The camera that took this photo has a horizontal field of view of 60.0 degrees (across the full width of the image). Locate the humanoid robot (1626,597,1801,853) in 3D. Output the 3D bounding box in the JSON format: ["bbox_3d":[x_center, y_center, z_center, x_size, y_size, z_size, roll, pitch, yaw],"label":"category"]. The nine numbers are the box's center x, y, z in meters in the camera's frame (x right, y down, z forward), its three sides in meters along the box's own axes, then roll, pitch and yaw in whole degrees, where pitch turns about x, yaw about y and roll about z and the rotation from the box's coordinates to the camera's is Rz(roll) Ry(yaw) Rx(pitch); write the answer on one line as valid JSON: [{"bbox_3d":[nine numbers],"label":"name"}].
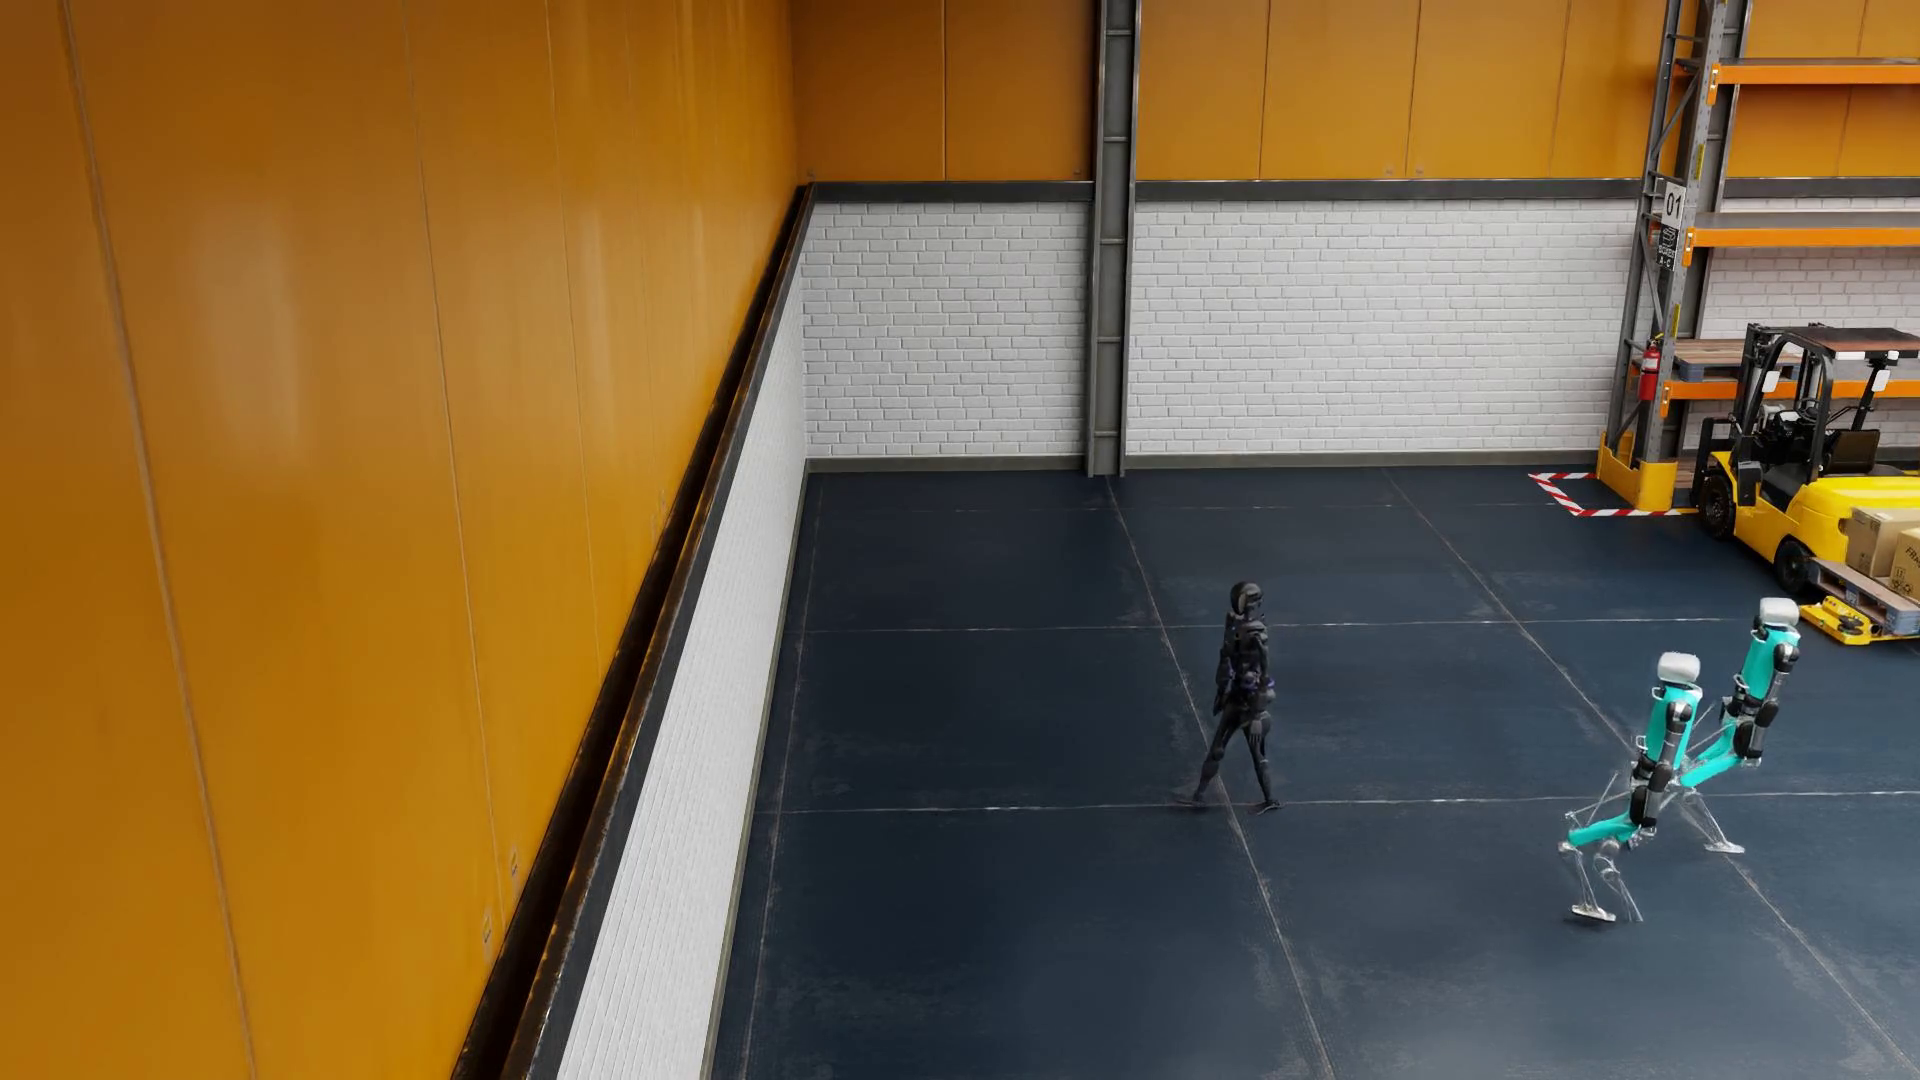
[{"bbox_3d":[4.560,1.177,10.285,0.937,1.782,0.551,3,20,8],"label":"humanoid robot"}]

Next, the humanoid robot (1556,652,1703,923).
[{"bbox_3d":[3.755,1.466,9.501,0.828,1.796,0.540,7,21,19],"label":"humanoid robot"}]

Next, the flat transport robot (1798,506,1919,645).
[{"bbox_3d":[7.839,0.629,13.846,1.431,0.231,0.659,-3,20,-7],"label":"flat transport robot"}]

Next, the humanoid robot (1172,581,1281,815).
[{"bbox_3d":[1.788,1.052,10.713,0.748,1.631,0.589,-8,22,-20],"label":"humanoid robot"}]

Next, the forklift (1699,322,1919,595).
[{"bbox_3d":[7.809,-0.792,14.926,1.214,2.155,2.313,-1,20,-2],"label":"forklift"}]
